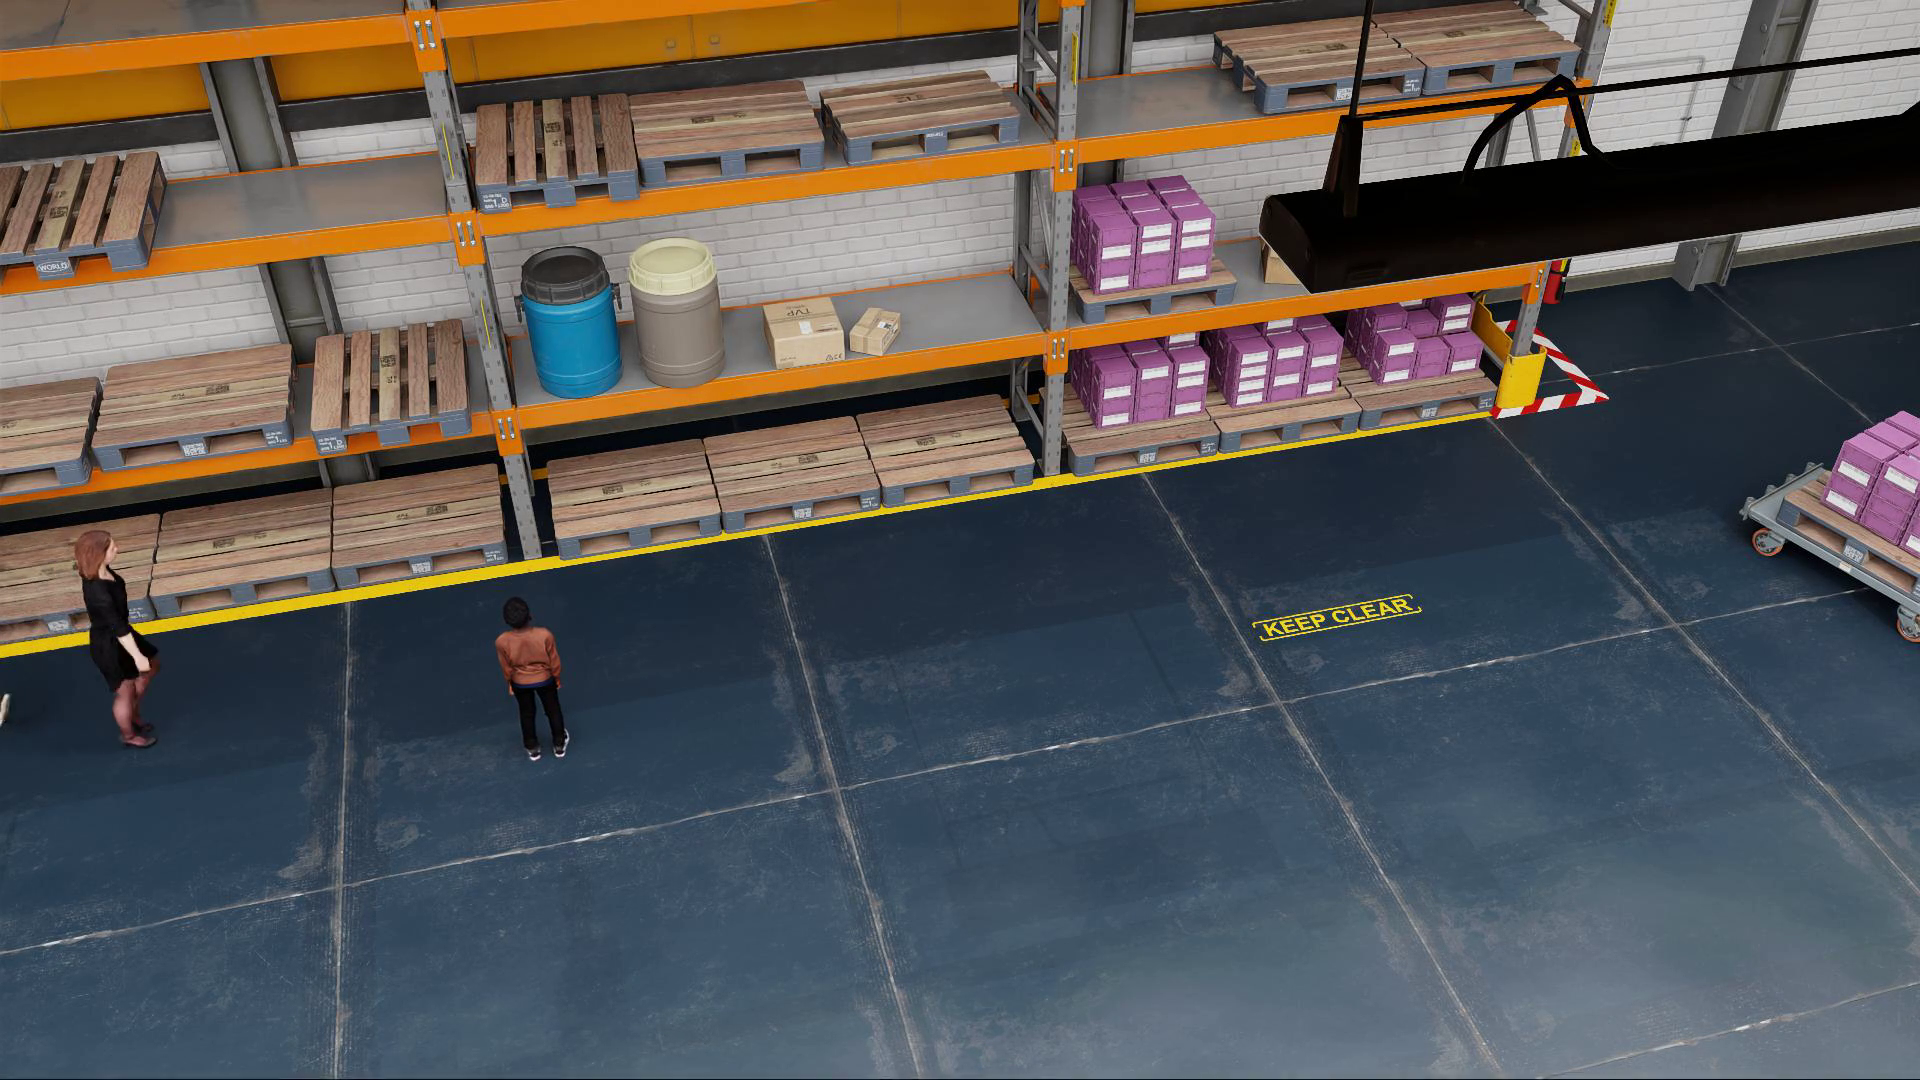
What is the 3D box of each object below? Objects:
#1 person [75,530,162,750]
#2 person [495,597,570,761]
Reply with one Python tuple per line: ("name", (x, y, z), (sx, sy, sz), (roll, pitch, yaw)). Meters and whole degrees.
("person", (-5.264, 0.677, 10.213), (0.687, 1.679, 0.665), (-15, 41, -18))
("person", (-2.656, 0.860, 10.327), (0.434, 1.251, 0.591), (-5, 39, -7))
